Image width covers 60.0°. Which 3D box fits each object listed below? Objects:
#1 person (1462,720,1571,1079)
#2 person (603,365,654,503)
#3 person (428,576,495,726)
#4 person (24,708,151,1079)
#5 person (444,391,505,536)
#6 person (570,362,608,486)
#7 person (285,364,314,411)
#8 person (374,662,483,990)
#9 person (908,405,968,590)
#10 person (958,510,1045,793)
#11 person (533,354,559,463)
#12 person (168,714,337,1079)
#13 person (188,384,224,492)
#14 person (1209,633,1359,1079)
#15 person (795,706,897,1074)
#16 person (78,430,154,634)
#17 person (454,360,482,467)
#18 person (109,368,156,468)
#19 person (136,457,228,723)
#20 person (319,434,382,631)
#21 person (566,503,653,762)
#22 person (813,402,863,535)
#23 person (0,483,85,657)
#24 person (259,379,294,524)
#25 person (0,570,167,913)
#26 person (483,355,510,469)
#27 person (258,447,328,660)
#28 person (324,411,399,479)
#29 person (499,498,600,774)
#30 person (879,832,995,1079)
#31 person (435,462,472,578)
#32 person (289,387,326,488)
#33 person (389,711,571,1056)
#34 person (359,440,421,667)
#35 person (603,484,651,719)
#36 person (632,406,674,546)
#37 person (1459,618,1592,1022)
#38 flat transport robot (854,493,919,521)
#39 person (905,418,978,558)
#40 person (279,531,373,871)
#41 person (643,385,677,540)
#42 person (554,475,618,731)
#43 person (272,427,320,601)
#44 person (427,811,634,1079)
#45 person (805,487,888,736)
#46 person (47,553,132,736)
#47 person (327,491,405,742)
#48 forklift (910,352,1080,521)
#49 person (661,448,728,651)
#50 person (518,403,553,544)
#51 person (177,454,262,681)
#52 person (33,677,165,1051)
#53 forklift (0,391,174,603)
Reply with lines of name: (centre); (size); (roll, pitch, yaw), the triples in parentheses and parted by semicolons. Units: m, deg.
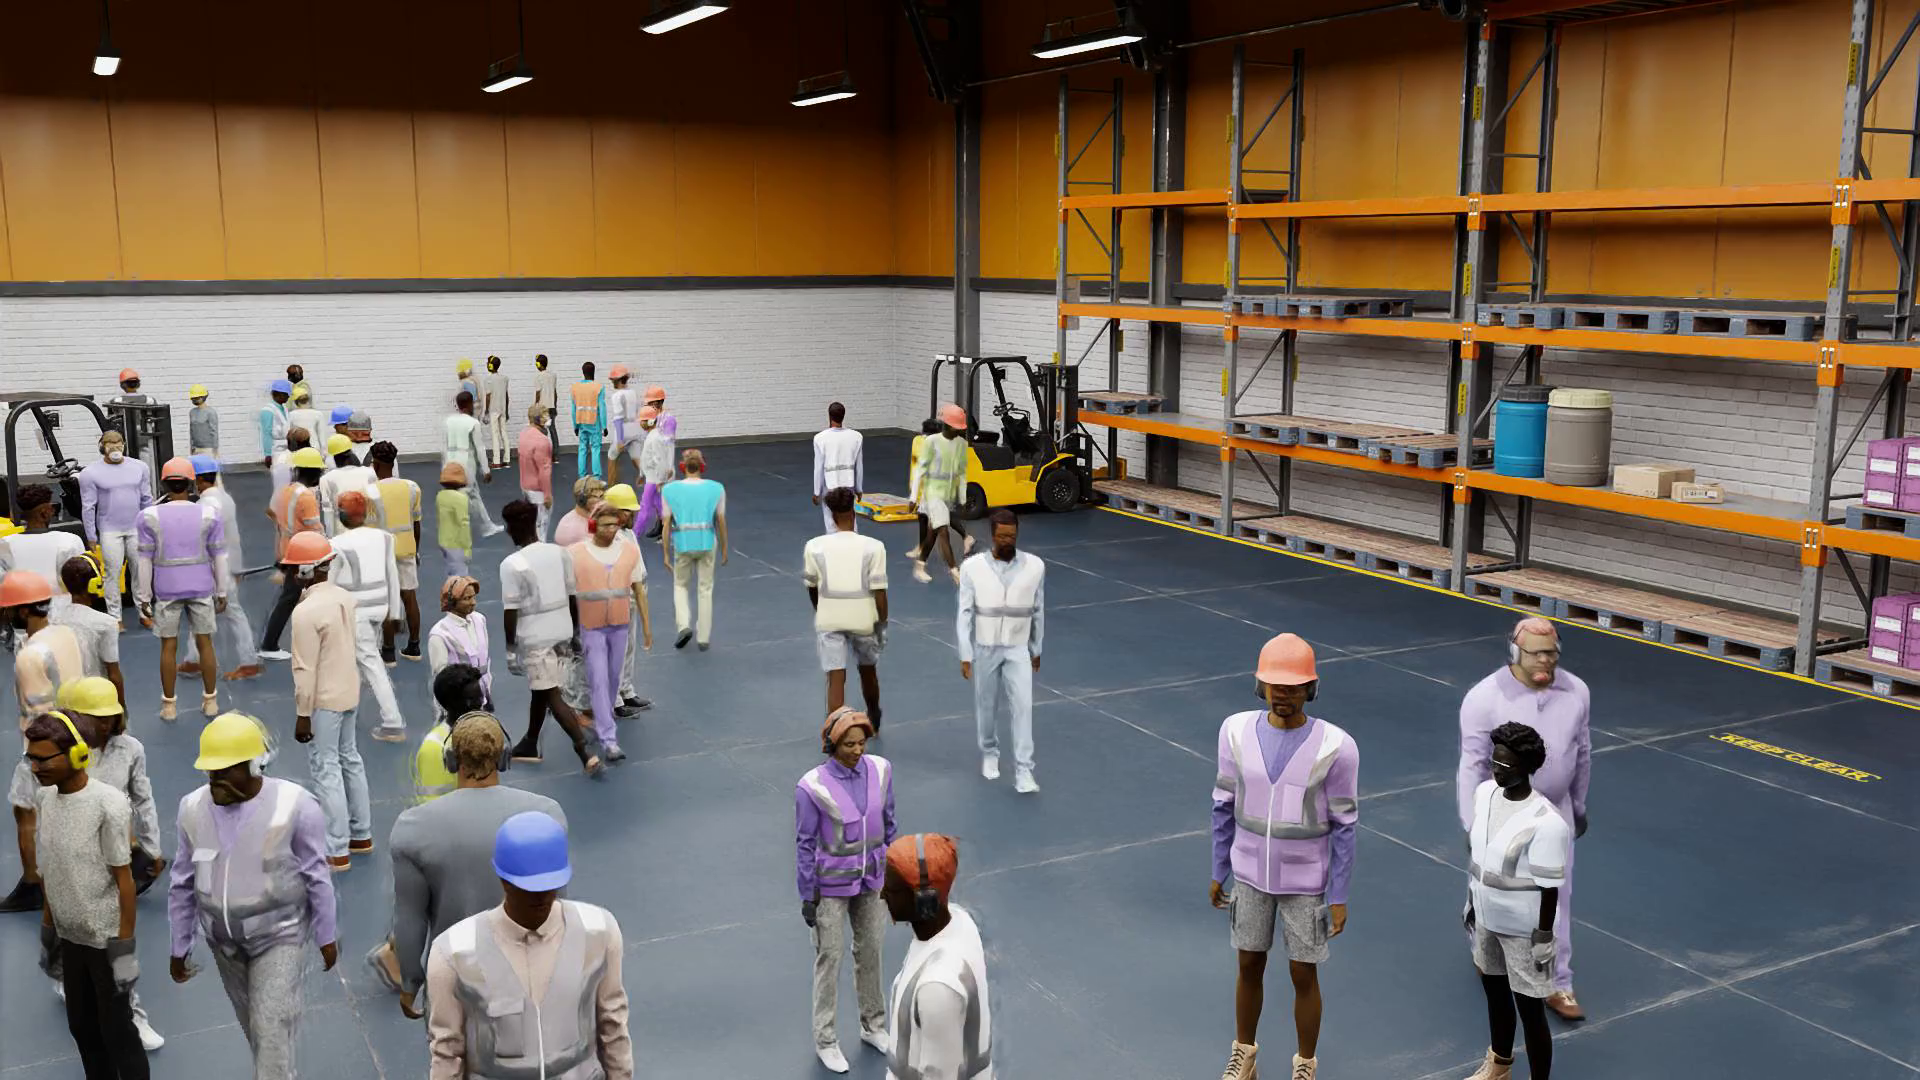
person: (2.274, 1.567, 6.869); (0.321, 1.693, 0.539); (-3, 10, -18)
person: (-4.701, -1.493, 23.636); (1.038, 1.994, 0.611); (4, 11, 23)
person: (-3.057, 1.018, 10.199); (0.317, 1.631, 0.507); (3, 10, 16)
person: (-3.383, 1.555, 6.451); (0.523, 1.858, 0.337); (5, 11, 27)
person: (-6.092, -0.913, 20.622); (0.615, 1.867, 0.996); (7, 12, 36)
person: (-5.658, -1.760, 25.381); (0.587, 1.911, 0.397); (3, 10, 19)
person: (-10.319, -1.831, 26.016); (0.429, 1.832, 0.639); (-5, 11, -29)
person: (-2.435, 1.389, 7.938); (0.789, 1.674, 0.530); (3, 10, 19)
person: (-0.174, -0.459, 17.742); (0.684, 1.957, 1.080); (-9, 14, -43)
person: (0.295, 0.747, 11.041); (0.603, 1.878, 0.956); (-1, 10, -8)
person: (-6.997, -2.200, 28.041); (0.326, 1.865, 0.519); (6, 12, 32)
person: (-2.818, 1.573, 6.486); (0.614, 1.801, 0.772); (1, 10, 7)
person: (-10.475, -1.278, 23.043); (0.527, 1.758, 0.342); (5, 11, 27)
person: (1.316, 1.384, 6.874); (0.613, 2.048, 0.362); (6, 11, 29)
person: (-0.497, 1.519, 7.308); (0.525, 1.631, 0.313); (-8, 13, -39)
person: (-7.904, -0.079, 15.657); (0.378, 1.929, 0.636); (10, 14, 44)
person: (-8.172, -2.107, 27.753); (0.404, 1.794, 0.732); (-1, 10, -8)
person: (-11.060, -1.289, 22.315); (0.629, 2.032, 0.567); (-9, 14, -43)
person: (-5.937, 0.378, 12.735); (0.615, 2.029, 0.409); (-5, 11, -27)
person: (-5.725, -0.082, 15.815); (0.659, 1.872, 0.965); (-5, 11, -29)
person: (-2.484, 0.642, 11.810); (0.587, 1.808, 0.780); (-7, 12, -35)
person: (-1.351, -0.577, 18.536); (0.598, 1.917, 0.375); (-5, 11, -28)
person: (-6.479, 0.574, 11.781); (0.608, 1.963, 0.372); (-4, 10, -20)
person: (-8.903, -1.139, 21.759); (0.438, 1.917, 0.628); (0, 10, 0)
person: (-4.847, 1.088, 9.007); (0.850, 1.904, 0.535); (0, 10, 0)
person: (-7.671, -2.110, 27.489); (0.328, 1.876, 0.514); (6, 12, 32)
person: (-5.777, 0.115, 14.689); (0.999, 1.870, 0.592); (-6, 11, -30)
person: (-5.865, -0.261, 16.368); (0.687, 2.000, 0.535); (-4, 11, -21)
person: (-2.827, 0.667, 11.423); (0.945, 1.917, 0.611); (5, 11, 29)
person: (-0.011, 1.782, 5.106); (0.569, 1.865, 0.589); (0, 10, 3)
person: (-4.746, 0.091, 15.581); (0.566, 1.617, 0.380); (9, 14, 43)
person: (-9.001, -1.240, 22.905); (0.535, 1.736, 0.774); (-5, 11, -27)
person: (-1.744, 1.577, 6.124); (0.635, 1.929, 0.381); (-5, 11, -25)
person: (-4.939, 0.114, 14.419); (0.368, 1.966, 0.603); (7, 12, 35)
person: (-2.610, 0.469, 12.808); (0.403, 1.819, 0.601); (1, 10, 5)
person: (-3.845, -0.757, 20.138); (0.829, 1.714, 0.585); (-2, 10, -11)
person: (2.689, 1.299, 7.837); (0.686, 1.879, 0.873); (-1, 10, -5)
flat transport robot: (-1.066, -0.456, 22.581); (0.652, 0.197, 1.431); (-5, 11, -29)
person: (-0.224, -0.591, 19.323); (0.788, 1.668, 0.527); (3, 10, 16)
person: (-3.706, 0.929, 9.687); (0.404, 1.986, 0.608); (0, 10, 3)
person: (-3.755, -0.963, 20.737); (0.388, 1.930, 0.544); (-10, 14, -44)
person: (-2.813, 0.466, 12.518); (0.364, 1.925, 0.638); (3, 10, 16)
person: (-6.842, -0.263, 17.043); (0.551, 1.816, 0.646); (1, 10, 4)
person: (-1.295, 1.752, 5.080); (0.610, 1.937, 0.429); (-5, 11, -25)
person: (-0.813, 0.579, 11.925); (0.603, 1.910, 0.969); (0, 10, -1)
person: (-5.037, 1.003, 9.617); (0.511, 1.862, 0.325); (2, 10, 10)
person: (-4.477, 0.548, 12.284); (0.987, 1.831, 0.583); (5, 11, 28)
forklift: (0.460, -1.461, 22.833); (2.313, 2.155, 1.214); (-5, 11, -28)
person: (-2.374, 0.093, 14.939); (0.584, 1.831, 0.445); (-2, 10, -11)
person: (-4.628, -0.532, 18.228); (0.369, 1.936, 0.630); (-7, 12, -34)
person: (-6.294, 0.249, 13.799); (0.908, 1.901, 0.615); (-2, 10, -13)
person: (-3.966, 1.432, 7.624); (0.909, 1.694, 0.498); (6, 12, 32)
forklift: (-9.026, -0.363, 16.508); (1.214, 2.155, 2.313); (6, 11, 29)
